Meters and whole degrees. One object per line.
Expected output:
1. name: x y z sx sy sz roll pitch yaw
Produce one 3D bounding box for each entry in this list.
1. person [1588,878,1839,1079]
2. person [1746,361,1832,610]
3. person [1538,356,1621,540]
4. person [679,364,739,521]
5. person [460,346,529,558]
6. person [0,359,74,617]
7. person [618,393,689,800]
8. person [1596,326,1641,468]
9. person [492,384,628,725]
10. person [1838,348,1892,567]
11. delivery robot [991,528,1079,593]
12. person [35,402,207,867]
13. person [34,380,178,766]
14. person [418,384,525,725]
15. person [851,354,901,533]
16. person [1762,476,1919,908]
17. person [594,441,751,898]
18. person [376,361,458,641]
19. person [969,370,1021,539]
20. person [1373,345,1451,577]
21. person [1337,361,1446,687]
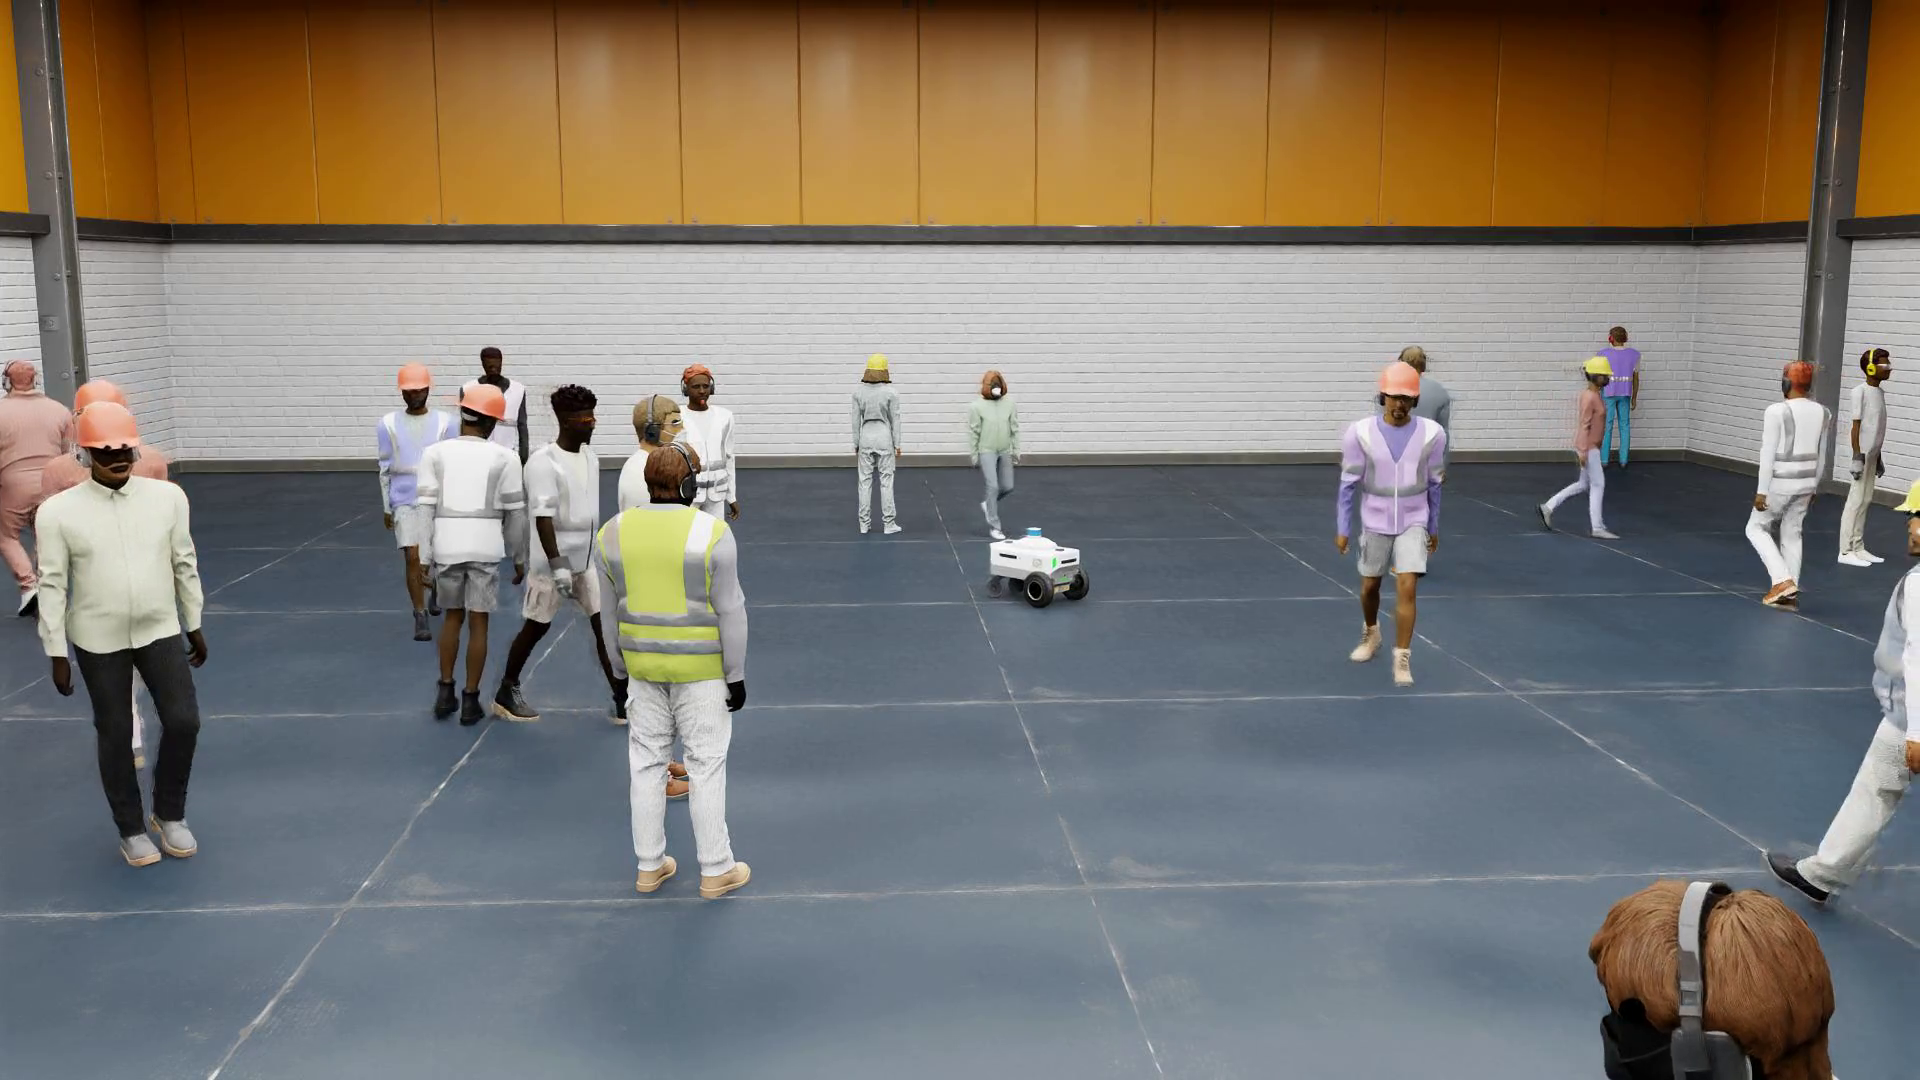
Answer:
1. person: 0.845 1.282 1.952 0.430 1.838 0.619 4 10 24
2. person: 6.161 -0.401 12.413 0.599 1.866 0.420 -3 9 -17
3. person: 5.948 -0.888 15.872 0.742 1.742 0.528 5 10 30
4. person: -1.831 -0.291 11.673 0.584 1.882 0.339 -6 11 -33
5. person: -4.181 -0.805 14.926 0.598 1.888 0.707 -5 10 -26
6. person: -6.773 -0.362 12.081 0.420 1.893 0.673 8 12 41
7. person: -1.459 0.265 8.015 0.370 1.940 0.627 -1 9 -5
8. person: 8.502 -1.844 21.559 0.566 1.842 0.389 0 9 2
9. person: -2.189 0.094 9.193 1.017 1.919 0.620 4 10 25
10. person: 7.846 -0.707 14.369 0.514 1.862 0.328 -8 12 -42
11. delivery robot: 0.570 0.148 12.772 0.707 0.478 0.477 8 12 44
12. person: -3.481 0.411 6.963 0.660 1.977 0.488 -8 12 -40
13. person: -4.462 0.157 8.628 0.898 1.949 0.661 8 12 41
14. person: -2.734 0.075 9.366 0.554 1.886 0.582 -1 9 -5
15. person: -0.801 -0.932 16.131 0.493 1.746 0.282 2 9 14
16. person: 3.593 0.614 6.283 0.624 1.781 0.924 -6 11 -31
17. person: -1.133 0.522 6.705 0.621 1.845 0.429 3 9 16
18. person: -3.753 -0.293 11.602 0.549 1.918 0.757 -3 9 -16
19. person: 0.307 -0.829 15.895 0.514 1.611 0.531 -4 10 -25
20. person: 3.705 -0.642 13.781 0.647 1.923 0.478 -2 9 -14
21. person: 2.688 -0.137 10.407 0.627 2.000 0.894 2 9 11
